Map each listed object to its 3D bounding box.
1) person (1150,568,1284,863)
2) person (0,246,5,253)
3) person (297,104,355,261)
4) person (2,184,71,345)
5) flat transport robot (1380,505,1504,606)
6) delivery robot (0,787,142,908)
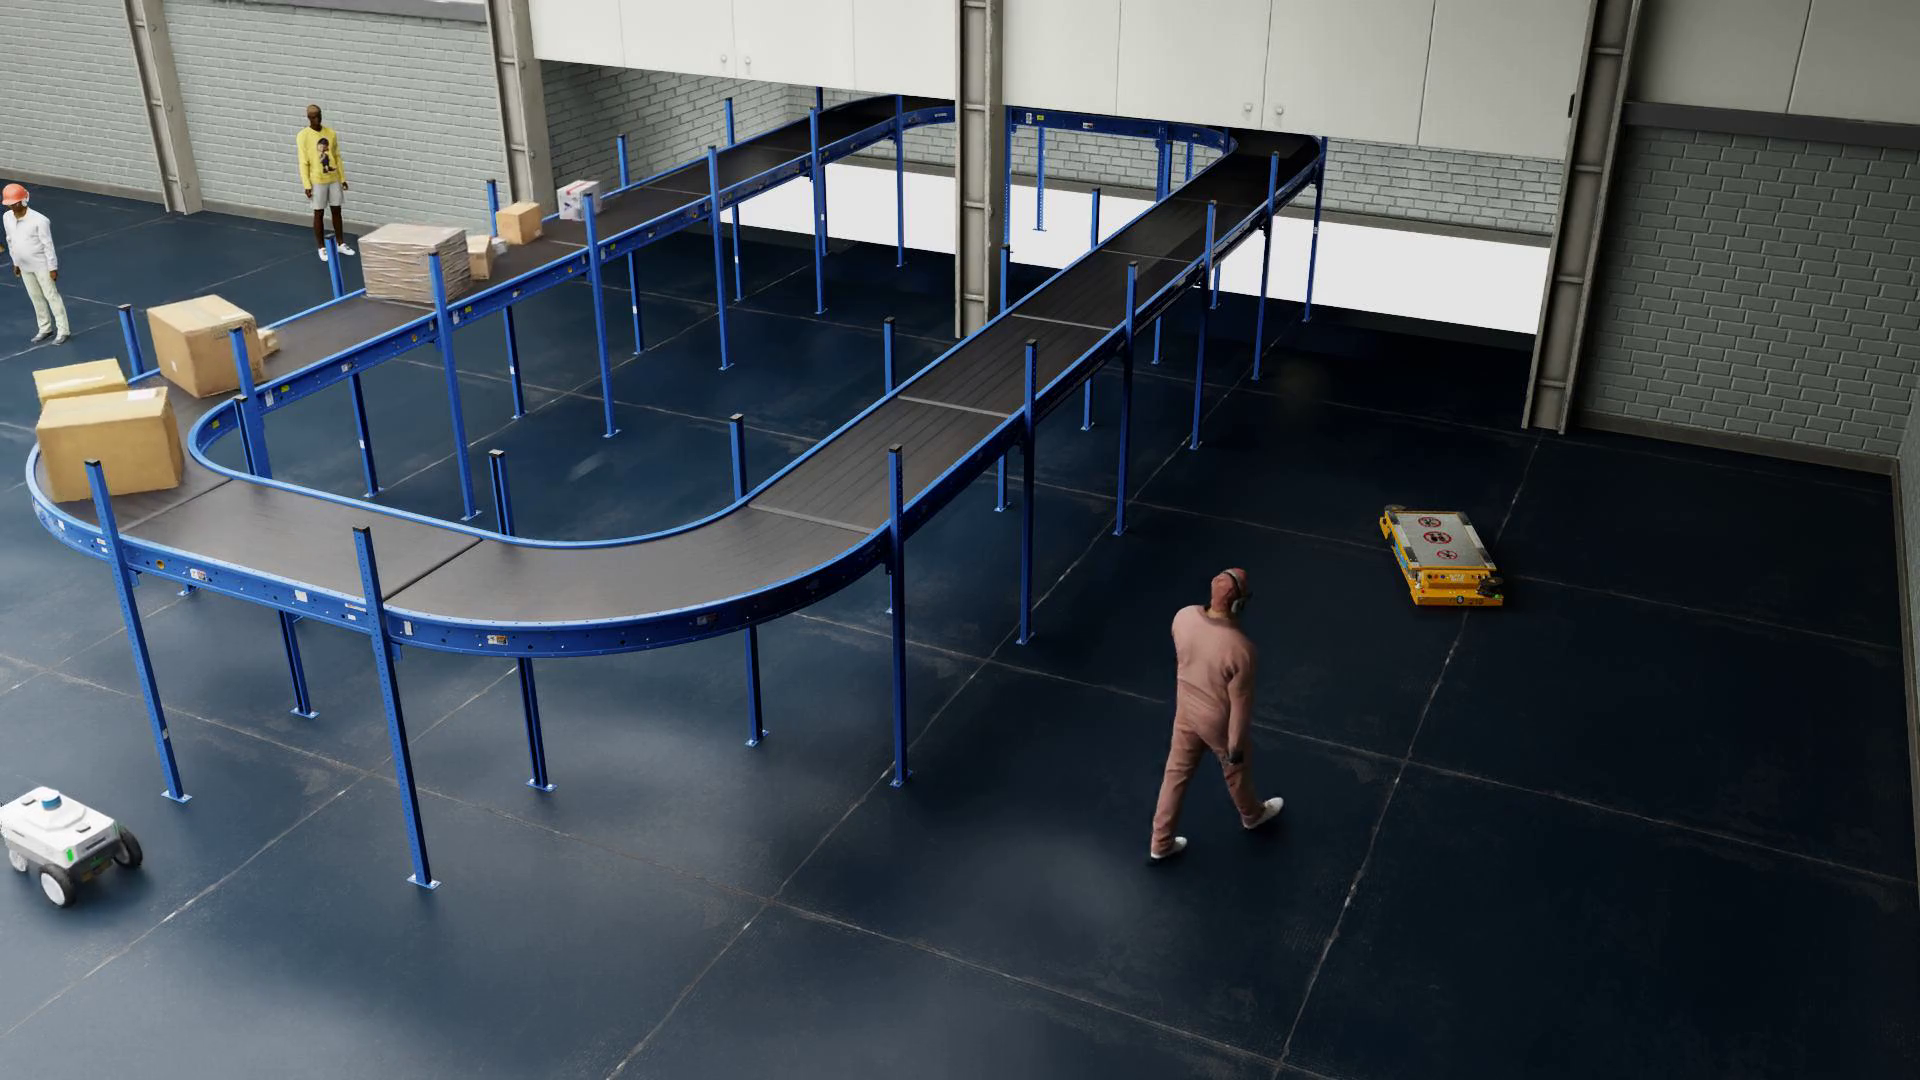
[{"bbox_3d":[1.509,0.990,9.693,0.988,1.853,0.662,-20,33,-35],"label":"person"},{"bbox_3d":[-12.357,-4.496,20.658,0.365,1.939,0.635,22,34,37],"label":"person"},{"bbox_3d":[-7.867,-4.435,20.579,0.360,1.899,0.551,23,34,38],"label":"person"},{"bbox_3d":[-9.893,-2.945,17.751,0.561,1.743,0.347,8,27,15],"label":"person"},{"bbox_3d":[3.817,0.115,13.244,0.659,0.231,1.431,1,26,1],"label":"flat transport robot"},{"bbox_3d":[-5.205,1.743,9.664,0.817,0.614,0.499,15,30,27],"label":"delivery robot"}]
